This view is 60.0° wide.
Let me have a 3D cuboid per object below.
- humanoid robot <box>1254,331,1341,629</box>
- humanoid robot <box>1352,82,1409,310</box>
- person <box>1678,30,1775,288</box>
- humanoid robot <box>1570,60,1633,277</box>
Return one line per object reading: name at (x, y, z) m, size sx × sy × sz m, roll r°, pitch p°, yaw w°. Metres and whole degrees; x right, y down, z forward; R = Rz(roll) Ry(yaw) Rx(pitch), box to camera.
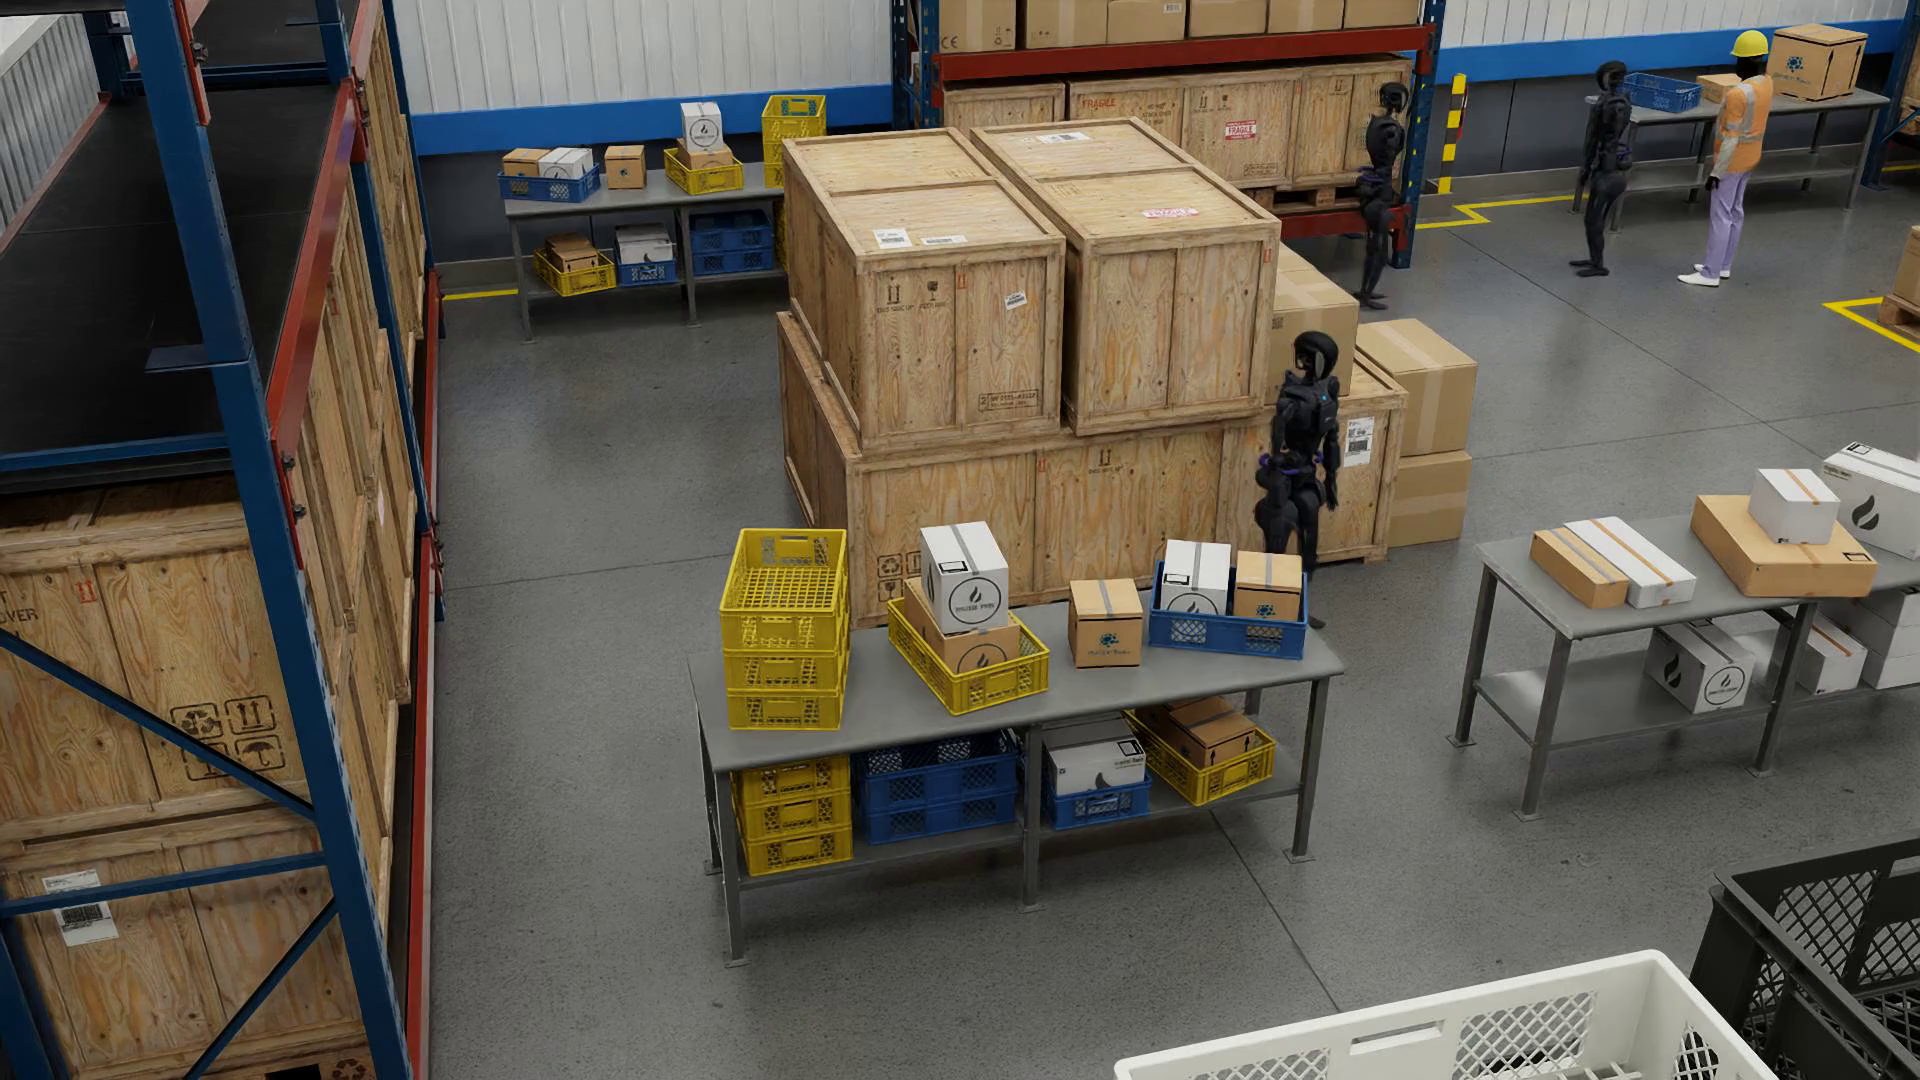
humanoid robot at (1.645, -0.235, 8.080) m, size 0.599 × 1.651 × 0.339 m, roll -25°, pitch 37°, yaw -37°
humanoid robot at (3.123, -2.525, 12.235) m, size 0.406 × 1.651 × 0.651 m, roll 2°, pitch 29°, yaw 3°
person at (5.845, -2.873, 12.617) m, size 0.587 × 1.923 × 0.379 m, roll -25°, pitch 37°, yaw -37°
humanoid robot at (4.969, -2.877, 12.871) m, size 0.376 × 1.634 × 0.614 m, roll 2°, pitch 29°, yaw 4°
